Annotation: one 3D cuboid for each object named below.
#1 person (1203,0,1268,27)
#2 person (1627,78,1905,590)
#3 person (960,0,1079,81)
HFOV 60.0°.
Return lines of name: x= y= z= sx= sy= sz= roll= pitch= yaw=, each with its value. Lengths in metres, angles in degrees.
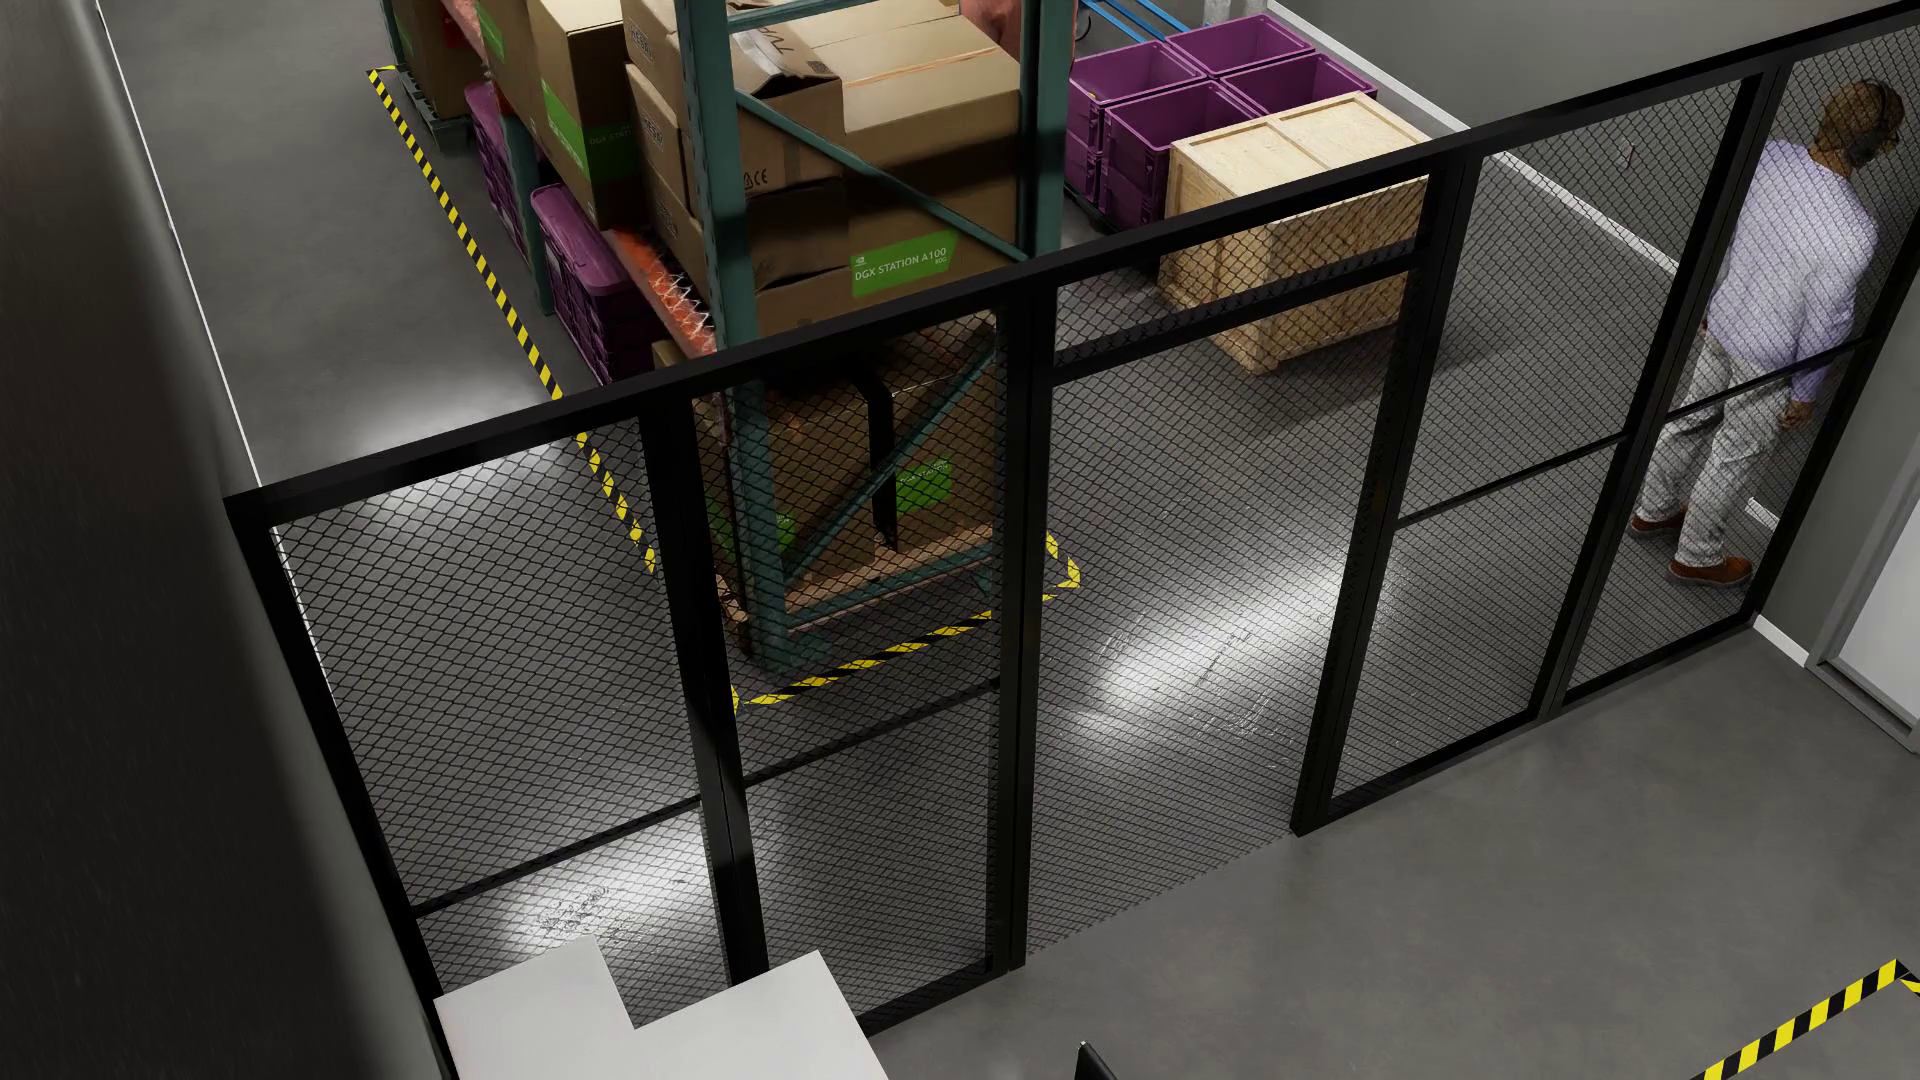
person: x=1.443 y=-3.269 z=8.598 sx=0.590 sy=1.833 sz=0.404 roll=-18 pitch=45 yaw=-18
person: x=2.736 y=-0.669 z=5.680 sx=0.356 sy=1.932 sz=0.638 roll=-8 pitch=43 yaw=-9
person: x=0.213 y=-1.808 z=6.888 sx=0.611 sy=1.987 sz=0.389 roll=-31 pitch=51 yaw=-29
